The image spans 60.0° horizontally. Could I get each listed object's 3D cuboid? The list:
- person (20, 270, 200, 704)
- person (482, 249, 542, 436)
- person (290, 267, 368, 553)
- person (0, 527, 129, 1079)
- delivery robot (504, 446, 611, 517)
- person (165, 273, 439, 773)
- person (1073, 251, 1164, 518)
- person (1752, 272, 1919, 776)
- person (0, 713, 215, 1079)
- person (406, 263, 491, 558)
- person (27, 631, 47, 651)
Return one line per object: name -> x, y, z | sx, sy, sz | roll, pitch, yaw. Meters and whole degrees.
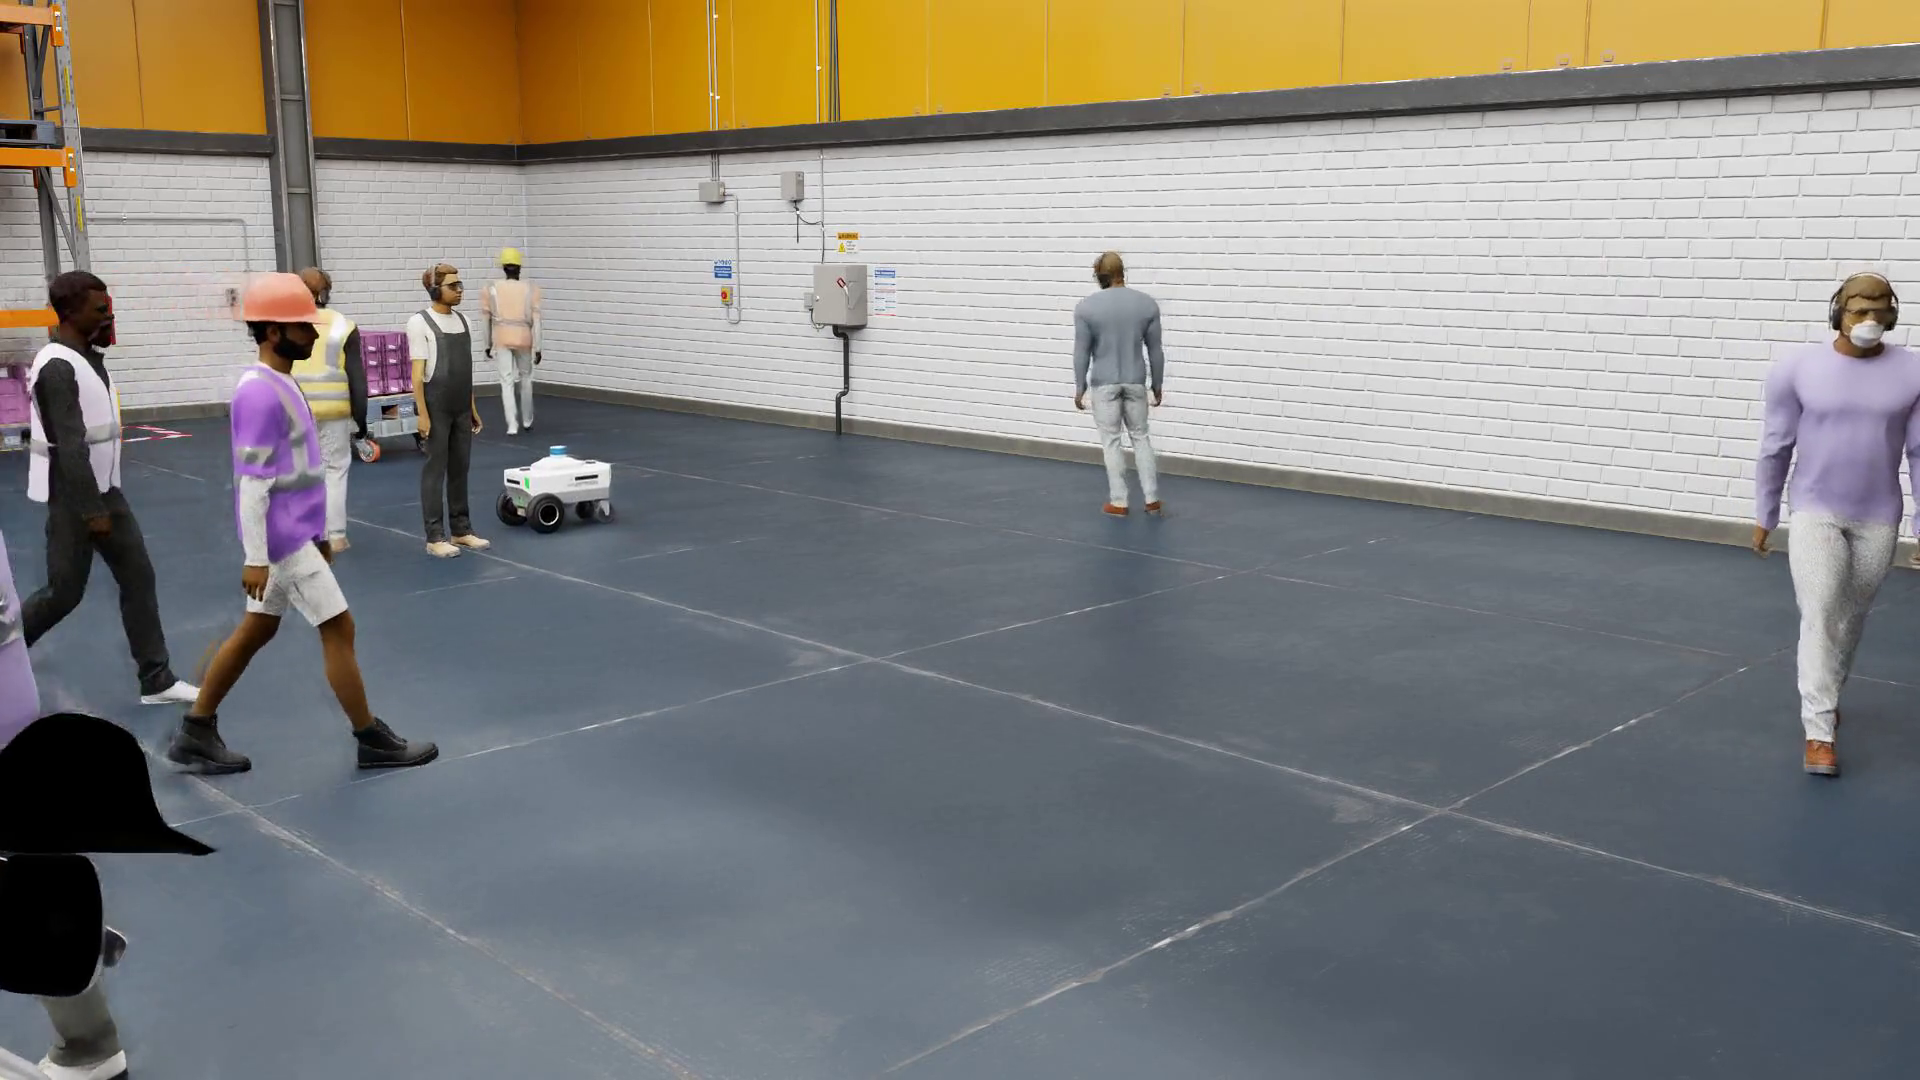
person -> -3.746, -0.187, 7.005 | 0.925, 1.891, 0.587 | -2, 11, -9
person -> -4.569, -2.023, 17.035 | 0.594, 1.874, 0.974 | -3, 11, -15
person -> -4.065, -0.793, 10.489 | 0.648, 1.832, 0.455 | -1, 10, -7
person -> -2.368, 0.421, 3.658 | 0.903, 1.886, 0.620 | -7, 13, -35
delivery robot -> -2.794, -0.411, 11.585 | 0.707, 0.478, 0.477 | -10, 14, -43
person -> -2.544, -0.041, 6.189 | 0.976, 1.895, 0.559 | -3, 11, -15
person -> 1.130, -1.104, 11.947 | 0.674, 1.914, 0.356 | -2, 11, -11
person -> 3.473, -0.102, 6.535 | 0.641, 1.891, 1.019 | 3, 11, 16
person -> -0.555, 0.933, 1.034 | 0.404, 1.829, 0.591 | -6, 12, -28
person -> -3.246, -0.819, 10.544 | 0.338, 1.846, 0.514 | 5, 11, 25
person -> -4.772, -0.374, 7.673 | 0.922, 1.999, 0.630 | -3, 11, -16
